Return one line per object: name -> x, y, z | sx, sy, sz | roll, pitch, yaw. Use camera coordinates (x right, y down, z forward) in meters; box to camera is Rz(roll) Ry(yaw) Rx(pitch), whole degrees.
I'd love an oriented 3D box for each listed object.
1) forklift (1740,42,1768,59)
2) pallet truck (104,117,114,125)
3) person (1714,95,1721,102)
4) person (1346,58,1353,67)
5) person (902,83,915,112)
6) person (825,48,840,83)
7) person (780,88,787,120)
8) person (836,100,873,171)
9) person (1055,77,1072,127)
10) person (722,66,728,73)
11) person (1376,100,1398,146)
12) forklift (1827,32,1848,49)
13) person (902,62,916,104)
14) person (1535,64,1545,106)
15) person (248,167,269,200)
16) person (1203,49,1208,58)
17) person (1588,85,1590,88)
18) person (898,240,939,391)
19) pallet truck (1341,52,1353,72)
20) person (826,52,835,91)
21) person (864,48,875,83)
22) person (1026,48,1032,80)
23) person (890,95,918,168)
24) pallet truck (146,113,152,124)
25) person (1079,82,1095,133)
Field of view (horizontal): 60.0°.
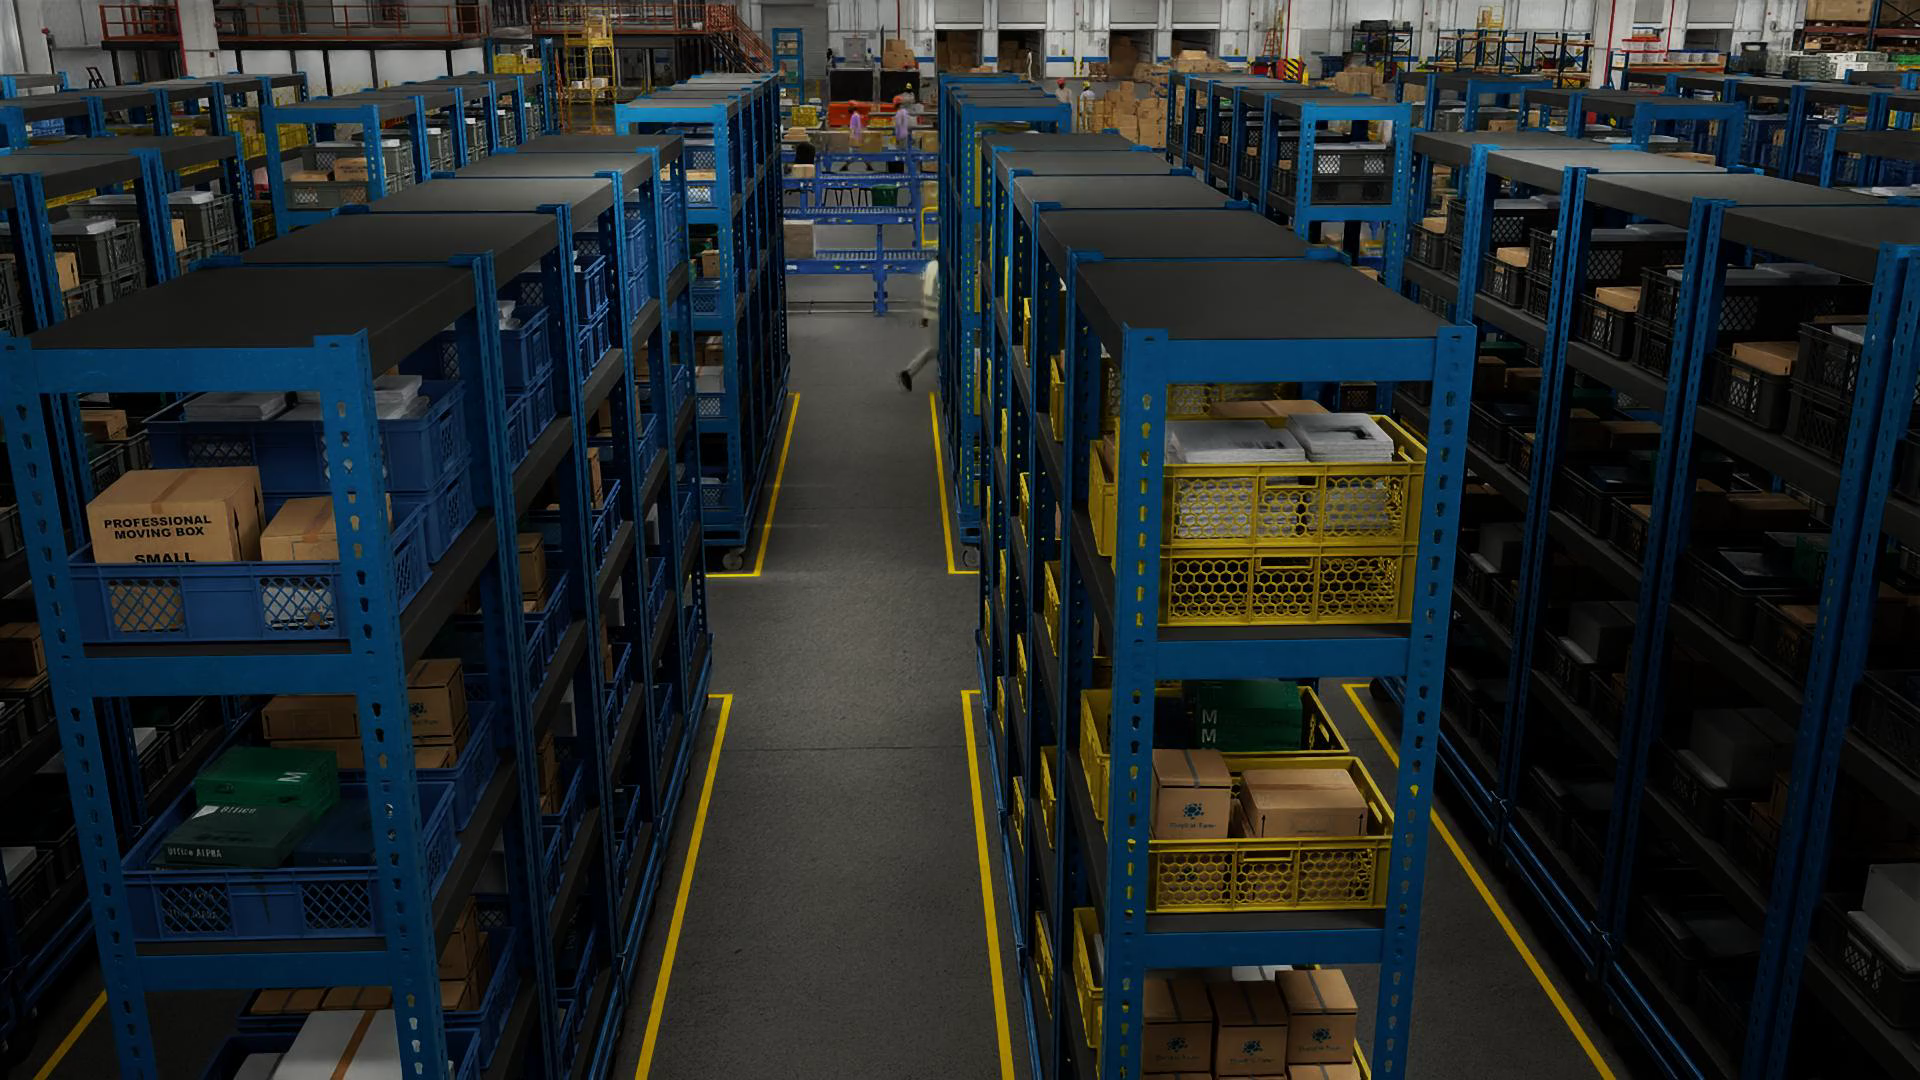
forklift -> 31.120, -18.200, 65.585 | 1.129, 2.768, 1.873 | -1, 18, -2
pallet truck -> -18.367, -7.885, 35.078 | 1.885, 1.965, 0.823 | 1, 18, 2
person -> 21.684, -11.857, 47.740 | 0.523, 1.769, 0.313 | -15, 23, -39
person -> 18.123, -21.495, 77.463 | 0.957, 1.838, 0.562 | 1, 18, 5
person -> -1.708, -14.351, 55.508 | 0.485, 1.736, 0.309 | -8, 19, -23
person -> -7.146, -26.513, 92.902 | 0.808, 1.894, 0.597 | -6, 19, -18
person -> -6.815, -16.906, 63.173 | 0.355, 1.884, 0.575 | 12, 22, 33
person -> -2.711, -10.450, 43.200 | 1.015, 1.888, 0.561 | 1, 18, 4
person -> 3.395, -14.212, 54.704 | 0.639, 1.966, 0.586 | 6, 19, 19
person -> -9.709, -18.788, 69.144 | 0.529, 1.787, 0.980 | 17, 24, 42
person -> 11.183, -10.483, 43.302 | 0.681, 1.872, 0.869 | 2, 18, 5
forklift -> 46.023, -25.321, 87.619 | 1.129, 2.768, 1.873 | -1, 18, -2
person -> -2.221, -19.555, 71.402 | 0.557, 1.876, 1.037 | 10, 20, 28
person -> 24.098, -18.861, 69.273 | 0.512, 1.859, 0.321 | -10, 20, -27
person -> -13.617, -6.935, 32.508 | 0.523, 1.769, 0.310 | 0, 18, -1
person -> 13.729, -26.669, 93.484 | 0.440, 1.825, 0.656 | 11, 21, 30
person -> 22.195, -15.317, 58.156 | 0.610, 1.945, 0.783 | -1, 18, -4
person -> -0.318, -2.577, 18.997 | 0.848, 1.798, 0.612 | -7, 19, -20
pallet truck -> 18.794, -23.123, 82.231 | 0.823, 1.965, 1.885 | -13, 22, -35
person -> -6.582, -23.771, 84.381 | 0.383, 1.914, 0.595 | -16, 24, -40
person -> -5.054, -26.420, 92.588 | 0.611, 1.905, 0.879 | 2, 18, 6
person -> 3.911, -27.069, 94.660 | 0.328, 1.865, 0.520 | 2, 18, 7
person -> -1.475, -10.527, 43.222 | 0.620, 2.019, 0.653 | 5, 19, 16
pallet truck -> -18.087, -8.309, 36.390 | 1.885, 1.965, 0.823 | -1, 18, -4
person -> 4.135, -14.094, 54.554 | 0.598, 1.830, 0.403 | -15, 23, -38
